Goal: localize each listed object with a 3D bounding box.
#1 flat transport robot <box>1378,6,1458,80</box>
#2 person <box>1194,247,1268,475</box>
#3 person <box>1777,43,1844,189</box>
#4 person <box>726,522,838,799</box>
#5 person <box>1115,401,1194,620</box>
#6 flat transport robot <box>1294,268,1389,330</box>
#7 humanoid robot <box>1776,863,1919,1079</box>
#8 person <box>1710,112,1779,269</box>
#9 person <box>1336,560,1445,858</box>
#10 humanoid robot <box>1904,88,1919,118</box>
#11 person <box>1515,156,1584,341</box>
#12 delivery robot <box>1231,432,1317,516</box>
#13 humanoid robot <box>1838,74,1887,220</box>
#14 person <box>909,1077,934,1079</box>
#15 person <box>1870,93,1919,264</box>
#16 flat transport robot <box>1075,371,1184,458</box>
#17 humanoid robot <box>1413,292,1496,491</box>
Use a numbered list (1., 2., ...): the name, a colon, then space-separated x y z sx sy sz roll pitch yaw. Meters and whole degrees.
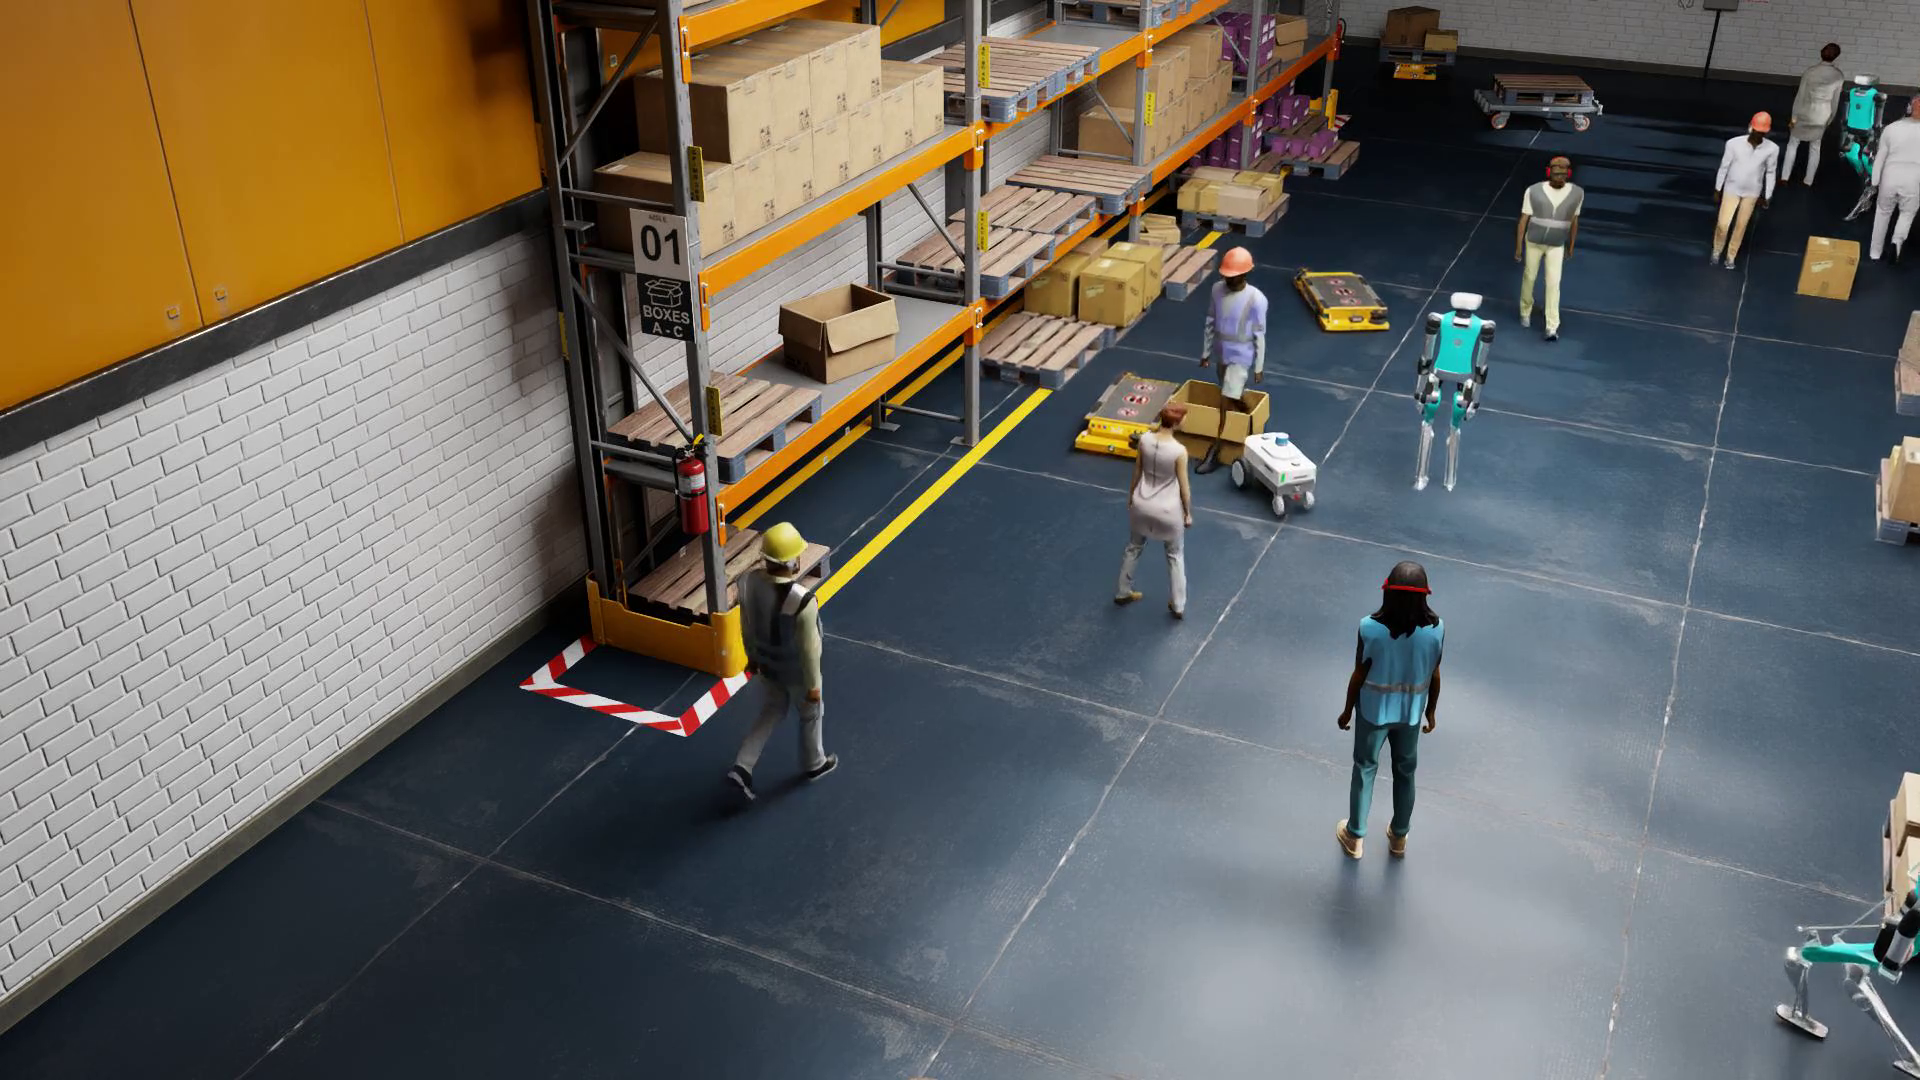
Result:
1. flat transport robot: 7.423 -7.751 27.101 0.659 0.231 1.431 7 29 12
2. person: 2.299 -1.563 13.930 0.949 1.900 0.566 -21 35 -34
3. person: 10.772 -5.344 21.010 0.524 1.819 0.385 8 29 14
4. person: -1.060 0.730 9.751 0.597 1.810 0.732 20 34 33
5. person: 1.391 -0.221 11.682 0.515 1.643 0.347 19 34 31
6. flat transport robot: 3.980 -2.522 17.404 0.659 0.231 1.431 -1 28 -3
7. humanoid robot: 4.349 1.785 7.891 0.535 1.737 0.987 -22 35 -34
8. person: 8.623 -3.837 18.283 0.594 1.738 0.415 8 29 15
9. person: 2.391 0.967 9.252 0.540 1.864 0.370 0 28 1
10. humanoid robot: 12.434 -5.505 21.464 0.567 1.637 0.588 3 28 5
11. person: 5.799 -2.877 16.459 0.582 1.796 0.939 6 29 11
12. delivery robot: 2.578 -0.587 13.533 0.499 0.612 0.789 -9 30 -16
13. humanoid robot: 10.930 -4.711 19.978 0.945 1.808 0.574 -15 32 -26
14. person: -0.109 2.678 6.296 0.338 1.659 0.484 12 31 22
15. person: 10.407 -3.965 18.368 0.661 1.890 0.565 15 32 26
16. flat transport robot: 1.551 -1.120 14.806 0.659 0.231 1.431 10 30 19
17. humanoid robot: 3.958 -1.208 13.430 0.545 1.790 0.681 9 30 16
